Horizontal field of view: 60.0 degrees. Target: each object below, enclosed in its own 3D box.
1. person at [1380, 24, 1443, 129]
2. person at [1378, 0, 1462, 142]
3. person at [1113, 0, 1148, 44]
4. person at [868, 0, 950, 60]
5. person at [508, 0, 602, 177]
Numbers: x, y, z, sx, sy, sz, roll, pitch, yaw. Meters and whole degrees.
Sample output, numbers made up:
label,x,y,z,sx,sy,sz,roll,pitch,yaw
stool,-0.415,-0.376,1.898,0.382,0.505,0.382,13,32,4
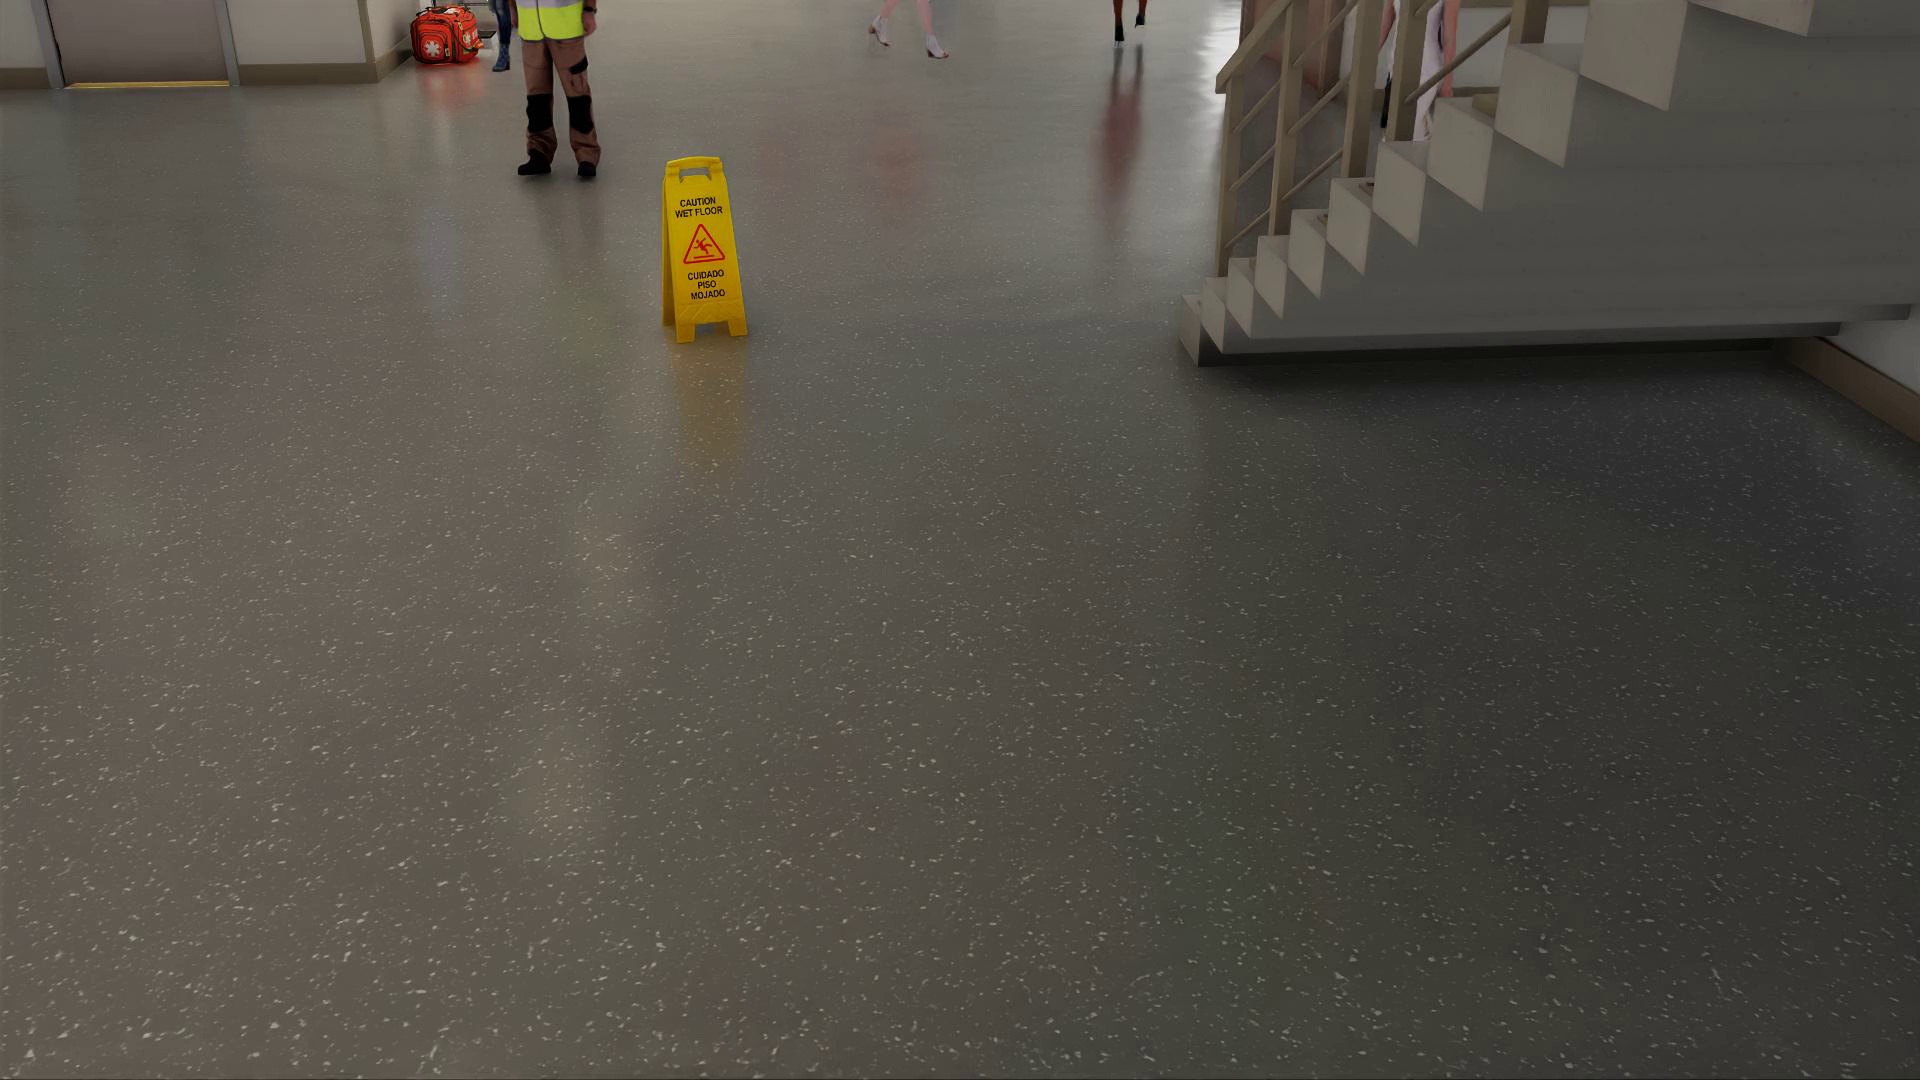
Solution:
label,x,y,z,sx,sy,sz,roll,pitch,yaw
person,3.003,-3.649,11.139,0.774,1.762,0.648,11,28,22
person,2.341,-2.254,8.265,0.921,1.746,1.114,-12,28,-23
person,1.442,-5.147,14.310,0.801,1.705,1.148,6,26,11
person,-0.458,-4.884,13.678,1.165,1.780,1.125,19,32,35
person,-2.436,-3.098,9.900,0.742,1.845,0.760,2,26,4
